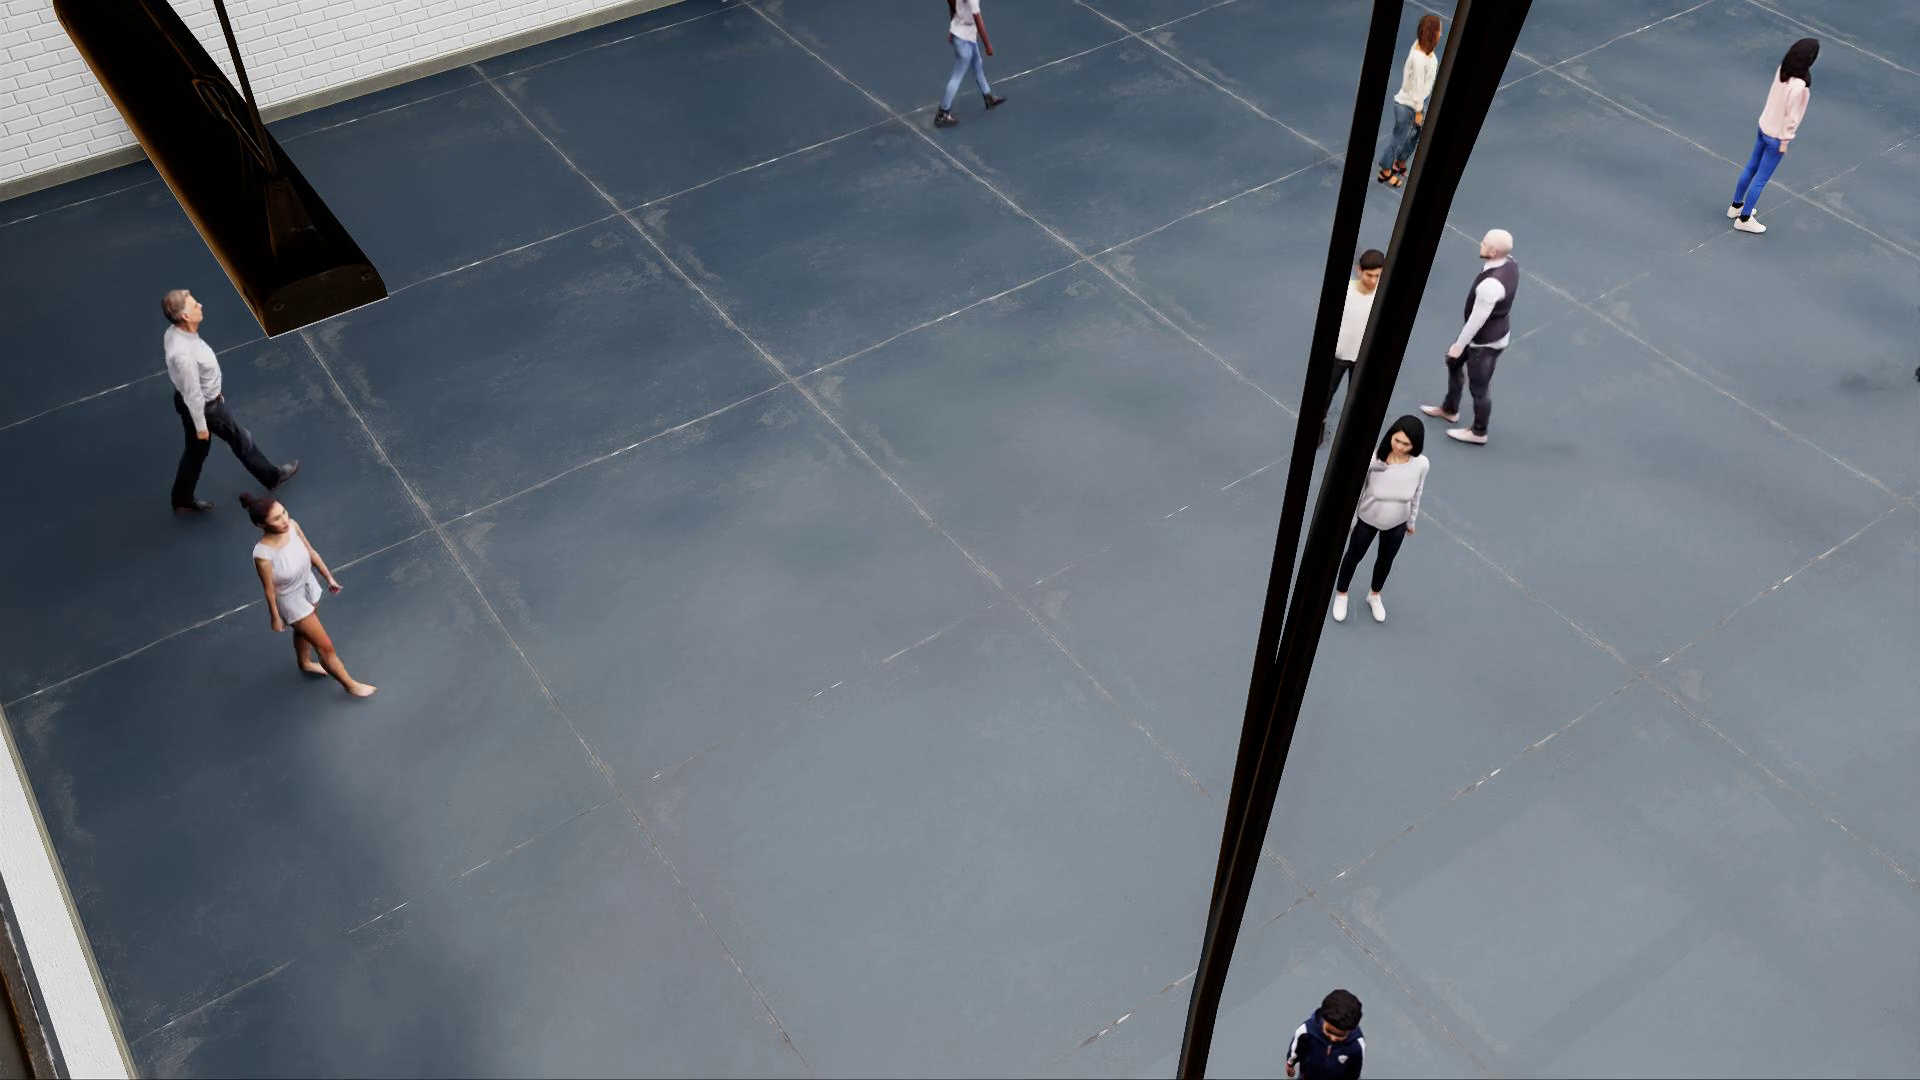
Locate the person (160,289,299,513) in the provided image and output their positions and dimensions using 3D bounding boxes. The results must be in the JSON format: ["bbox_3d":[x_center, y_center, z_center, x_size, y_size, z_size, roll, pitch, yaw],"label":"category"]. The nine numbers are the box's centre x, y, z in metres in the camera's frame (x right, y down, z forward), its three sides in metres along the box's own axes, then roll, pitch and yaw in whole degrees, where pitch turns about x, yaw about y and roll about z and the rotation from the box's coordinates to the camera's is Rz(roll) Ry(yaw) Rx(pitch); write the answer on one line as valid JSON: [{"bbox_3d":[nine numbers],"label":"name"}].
[{"bbox_3d":[-5.380,-0.906,11.632,1.142,1.777,0.681,-18,47,-18],"label":"person"}]

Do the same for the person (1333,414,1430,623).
[{"bbox_3d":[2.765,-0.154,10.899,0.674,1.701,0.761,2,44,2],"label":"person"}]

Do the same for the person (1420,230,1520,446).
[{"bbox_3d":[3.913,-1.440,12.173,0.961,1.803,0.904,13,45,14],"label":"person"}]

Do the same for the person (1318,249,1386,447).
[{"bbox_3d":[2.885,-1.417,12.216,0.700,1.712,0.764,8,44,9],"label":"person"}]

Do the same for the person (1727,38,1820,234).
[{"bbox_3d":[7.031,-3.515,14.375,0.752,1.770,0.721,2,44,2],"label":"person"}]

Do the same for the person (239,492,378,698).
[{"bbox_3d":[-4.253,0.335,10.469,0.960,1.585,0.906,8,44,8],"label":"person"}]

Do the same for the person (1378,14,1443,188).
[{"bbox_3d":[3.956,-3.924,14.877,0.805,1.671,0.714,16,46,16],"label":"person"}]

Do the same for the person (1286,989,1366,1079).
[{"bbox_3d":[1.828,2.632,8.320,0.587,1.222,0.615,16,46,16],"label":"person"}]

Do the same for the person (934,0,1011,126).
[{"bbox_3d":[-0.033,-4.684,15.664,1.115,1.686,0.816,-13,45,-13],"label":"person"}]
